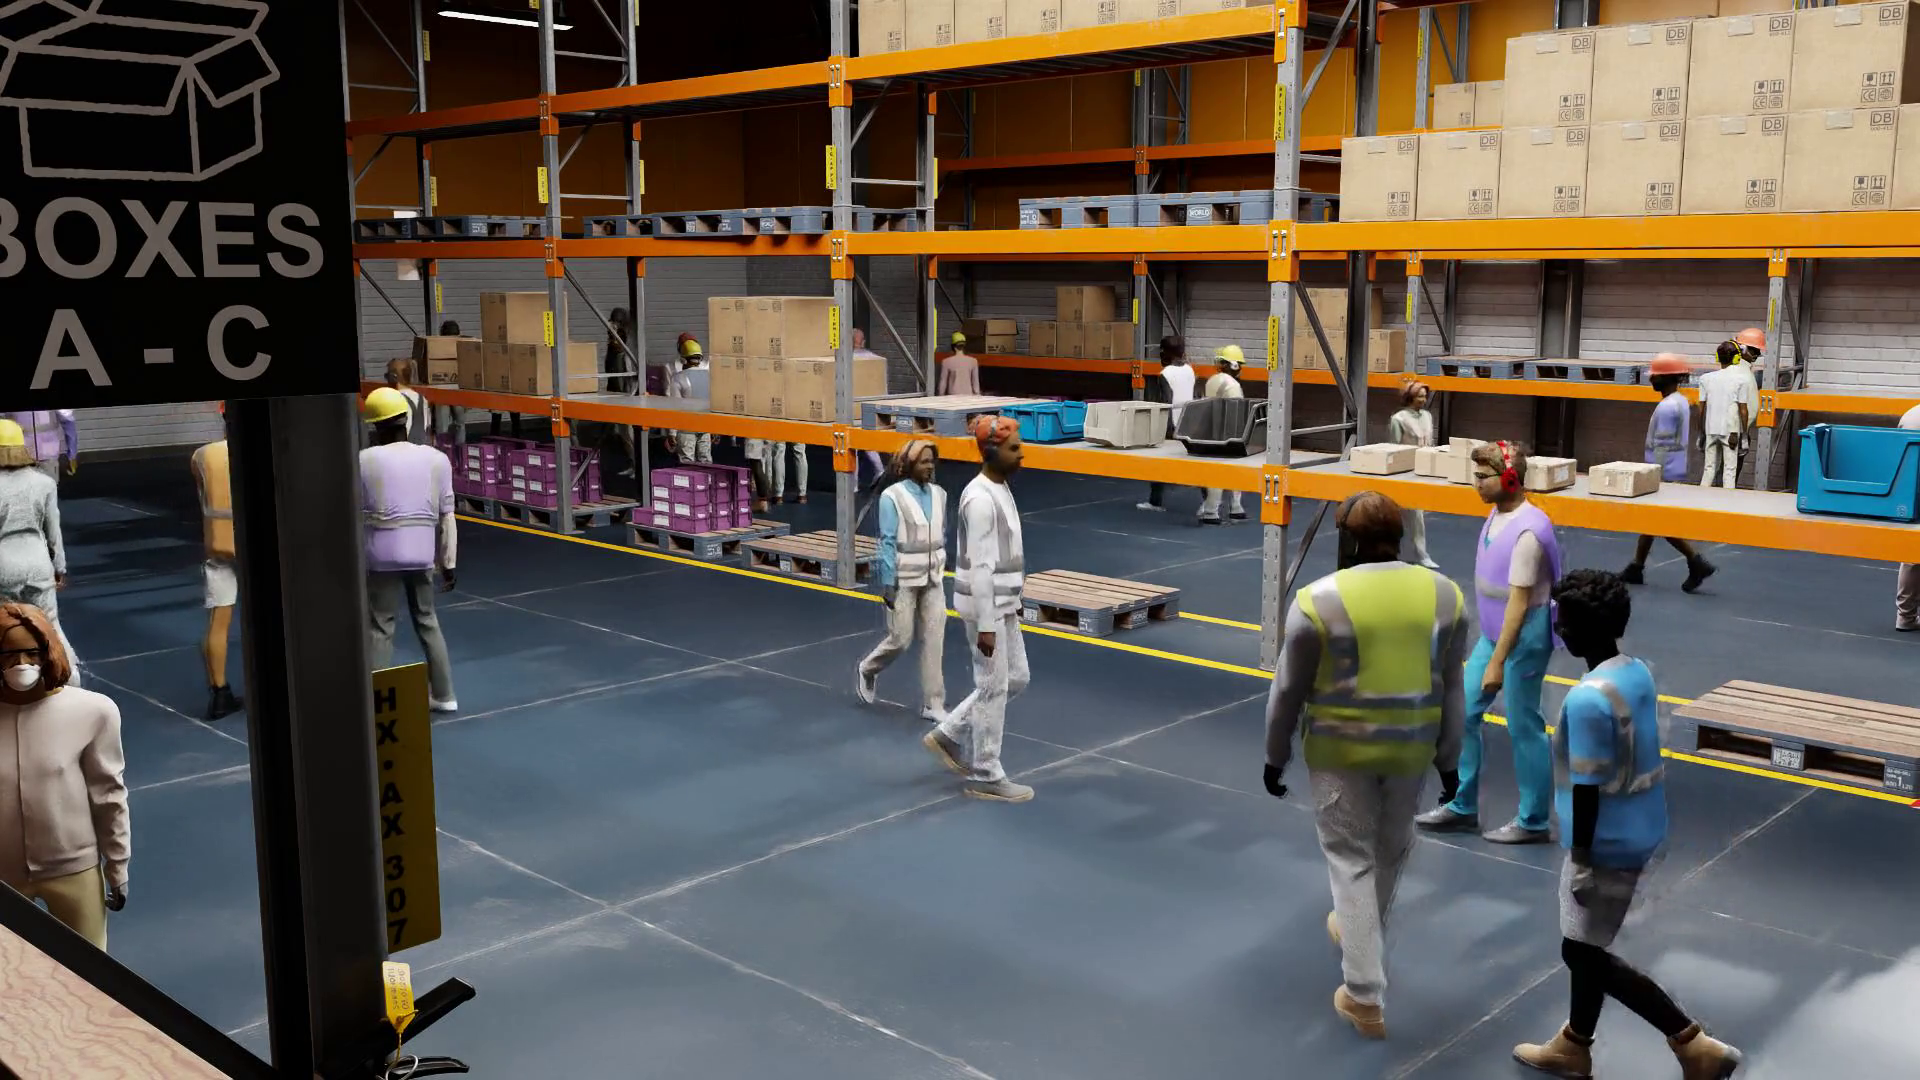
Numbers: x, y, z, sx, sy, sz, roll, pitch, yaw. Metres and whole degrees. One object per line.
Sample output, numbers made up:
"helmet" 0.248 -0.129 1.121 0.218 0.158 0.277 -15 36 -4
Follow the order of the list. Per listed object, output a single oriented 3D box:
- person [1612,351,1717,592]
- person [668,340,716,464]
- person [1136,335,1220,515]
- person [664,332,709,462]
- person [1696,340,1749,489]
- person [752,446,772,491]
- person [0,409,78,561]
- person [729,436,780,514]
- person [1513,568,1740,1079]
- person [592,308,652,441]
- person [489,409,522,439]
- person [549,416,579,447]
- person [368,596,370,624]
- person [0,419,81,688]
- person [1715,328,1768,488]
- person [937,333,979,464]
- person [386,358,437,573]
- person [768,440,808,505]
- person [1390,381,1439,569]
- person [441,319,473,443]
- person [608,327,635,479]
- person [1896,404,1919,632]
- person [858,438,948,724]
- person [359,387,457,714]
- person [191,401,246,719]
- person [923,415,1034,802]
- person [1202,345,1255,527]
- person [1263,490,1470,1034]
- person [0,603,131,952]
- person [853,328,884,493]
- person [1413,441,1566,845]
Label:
"person" 5.633 -0.546 13.250 0.812 1.915 0.557 6 11 31
"person" -2.784 -1.165 17.336 0.595 1.827 0.403 -9 13 -44
"person" 2.296 -1.195 17.345 0.970 1.878 0.604 8 12 41
"person" -3.022 -1.406 18.663 0.617 1.866 0.619 -3 10 -20
"person" 7.440 -1.009 16.215 0.328 1.874 0.517 -8 12 -40
"person" -2.339 -1.483 19.214 0.429 1.844 0.627 4 10 21
"person" -8.020 -0.771 14.444 0.619 1.982 1.070 -7 11 -35
"person" -2.156 -1.122 17.478 0.510 1.667 0.637 7 12 37
"person" 2.027 0.920 5.014 0.624 1.661 0.567 7 12 38
"person" -4.985 -2.494 24.807 0.684 2.000 0.997 8 13 42
"person" -6.076 -2.019 22.183 0.609 1.953 0.408 -3 10 -16
"person" -4.906 -1.636 20.883 0.658 1.605 0.568 8 12 40
"person" -4.445 -0.232 11.324 0.759 1.919 0.638 4 10 21
"person" -5.306 0.173 9.445 0.677 1.720 0.483 7 12 38
"person" 7.620 -1.073 16.259 0.395 1.985 0.608 7 11 35
"person" -0.026 -1.886 22.081 0.540 1.714 0.929 -4 10 -22
"person" -4.747 -0.623 14.016 0.760 1.814 0.530 4 10 23
"person" -1.889 -1.346 18.078 0.630 1.940 0.370 -3 10 -19
"person" 3.864 -0.590 14.440 0.543 1.609 0.778 -7 12 -38
"person" -6.518 -1.846 21.213 0.656 1.917 0.615 -1 9 -5
"person" -4.098 -1.679 20.409 0.381 1.848 0.581 -4 10 -23
"person" 6.821 -0.263 11.550 0.410 1.905 0.641 -3 10 -18
"person" -0.290 0.224 9.406 0.524 1.622 0.613 -9 13 -43
"person" -3.155 0.093 9.373 0.579 1.902 0.478 -9 13 -43
"person" -4.178 0.036 9.784 0.551 1.875 1.008 1 9 5
"person" 0.109 0.332 7.989 0.478 1.873 0.575 2 9 13
"person" 2.726 -1.019 16.494 0.754 1.795 0.631 -2 10 -14
"person" 1.361 0.722 5.776 0.655 1.808 0.782 -2 9 -10
"person" -2.659 0.976 4.798 0.497 1.629 0.276 -4 10 -25
"person" -1.132 -1.466 18.981 0.688 1.883 0.511 -7 12 -38
"person" 2.330 0.473 7.310 0.712 1.809 0.583 0 9 -1
